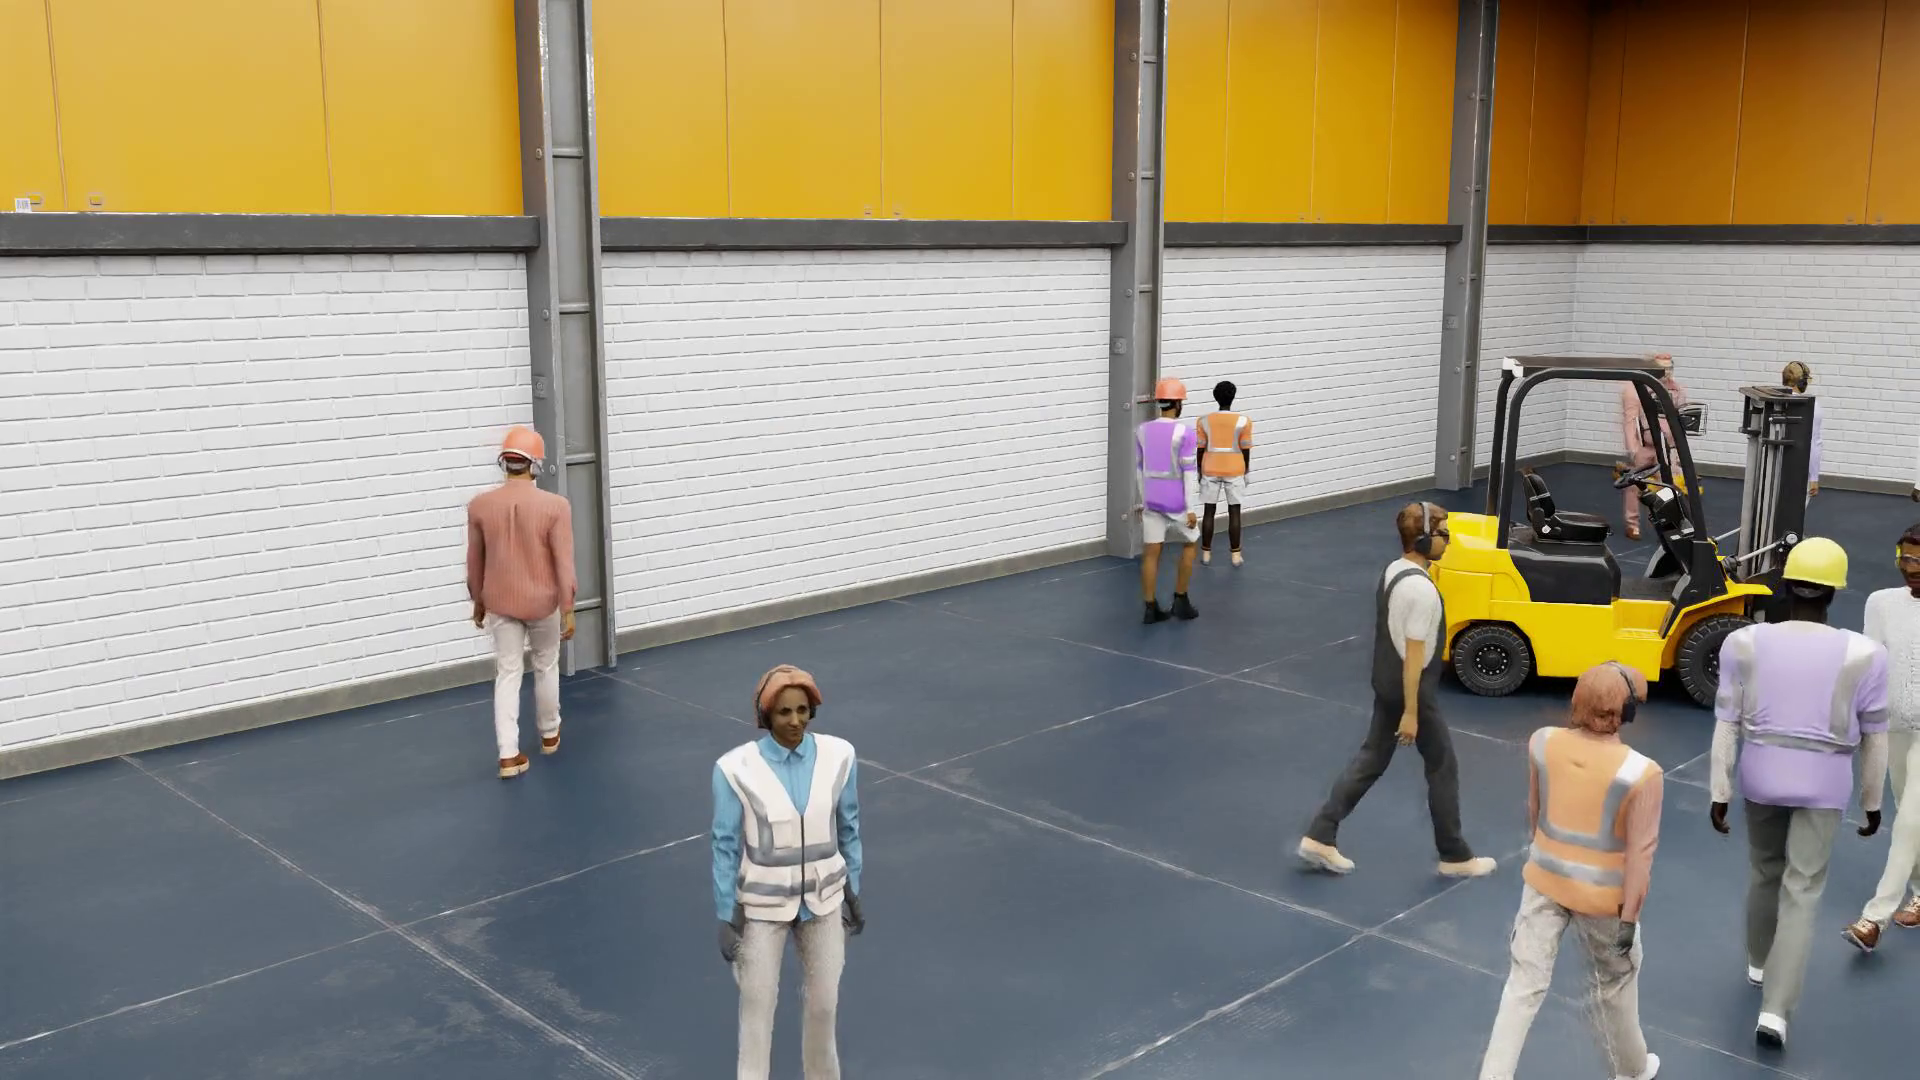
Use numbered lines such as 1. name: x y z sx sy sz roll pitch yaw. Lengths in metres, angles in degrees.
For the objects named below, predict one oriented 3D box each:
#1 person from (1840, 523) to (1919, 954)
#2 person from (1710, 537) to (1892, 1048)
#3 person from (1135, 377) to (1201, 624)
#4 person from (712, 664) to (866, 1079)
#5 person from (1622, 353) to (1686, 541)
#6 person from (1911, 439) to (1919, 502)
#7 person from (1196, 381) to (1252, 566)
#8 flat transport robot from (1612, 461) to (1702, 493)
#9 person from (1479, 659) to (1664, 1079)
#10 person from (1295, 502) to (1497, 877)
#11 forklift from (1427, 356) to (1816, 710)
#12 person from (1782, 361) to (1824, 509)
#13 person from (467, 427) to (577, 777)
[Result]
1. person: 3.982 0.826 7.031 0.966 1.815 0.560 -7 13 -34
2. person: 3.166 0.933 6.319 0.596 1.887 0.967 8 13 36
3. person: 1.652 -0.309 12.959 0.572 1.914 0.653 9 14 40
4. person: -0.562 1.205 5.468 0.524 1.636 0.308 -5 12 -26
5. person: 6.775 -0.874 16.190 0.655 1.868 0.897 0 10 1
6. person: 8.299 -0.467 13.920 0.572 1.883 0.354 3 11 14
7. person: 2.408 -0.610 15.233 0.531 1.694 0.320 4 11 19
8. flat transport robot: 8.326 -0.758 19.905 0.652 0.197 1.431 1 10 7
9. person: 2.097 1.196 5.639 0.873 1.593 0.513 -9 14 -41
10. person: 2.036 0.709 7.746 0.946 1.807 0.522 -1 10 -5
11. forklift: 4.276 -0.101 11.076 2.313 2.155 1.214 2 11 13
12. person: 7.122 -0.571 14.334 0.364 1.939 0.636 -5 12 -27
13. person: -2.460 0.333 9.420 0.656 1.939 0.823 0 10 0
